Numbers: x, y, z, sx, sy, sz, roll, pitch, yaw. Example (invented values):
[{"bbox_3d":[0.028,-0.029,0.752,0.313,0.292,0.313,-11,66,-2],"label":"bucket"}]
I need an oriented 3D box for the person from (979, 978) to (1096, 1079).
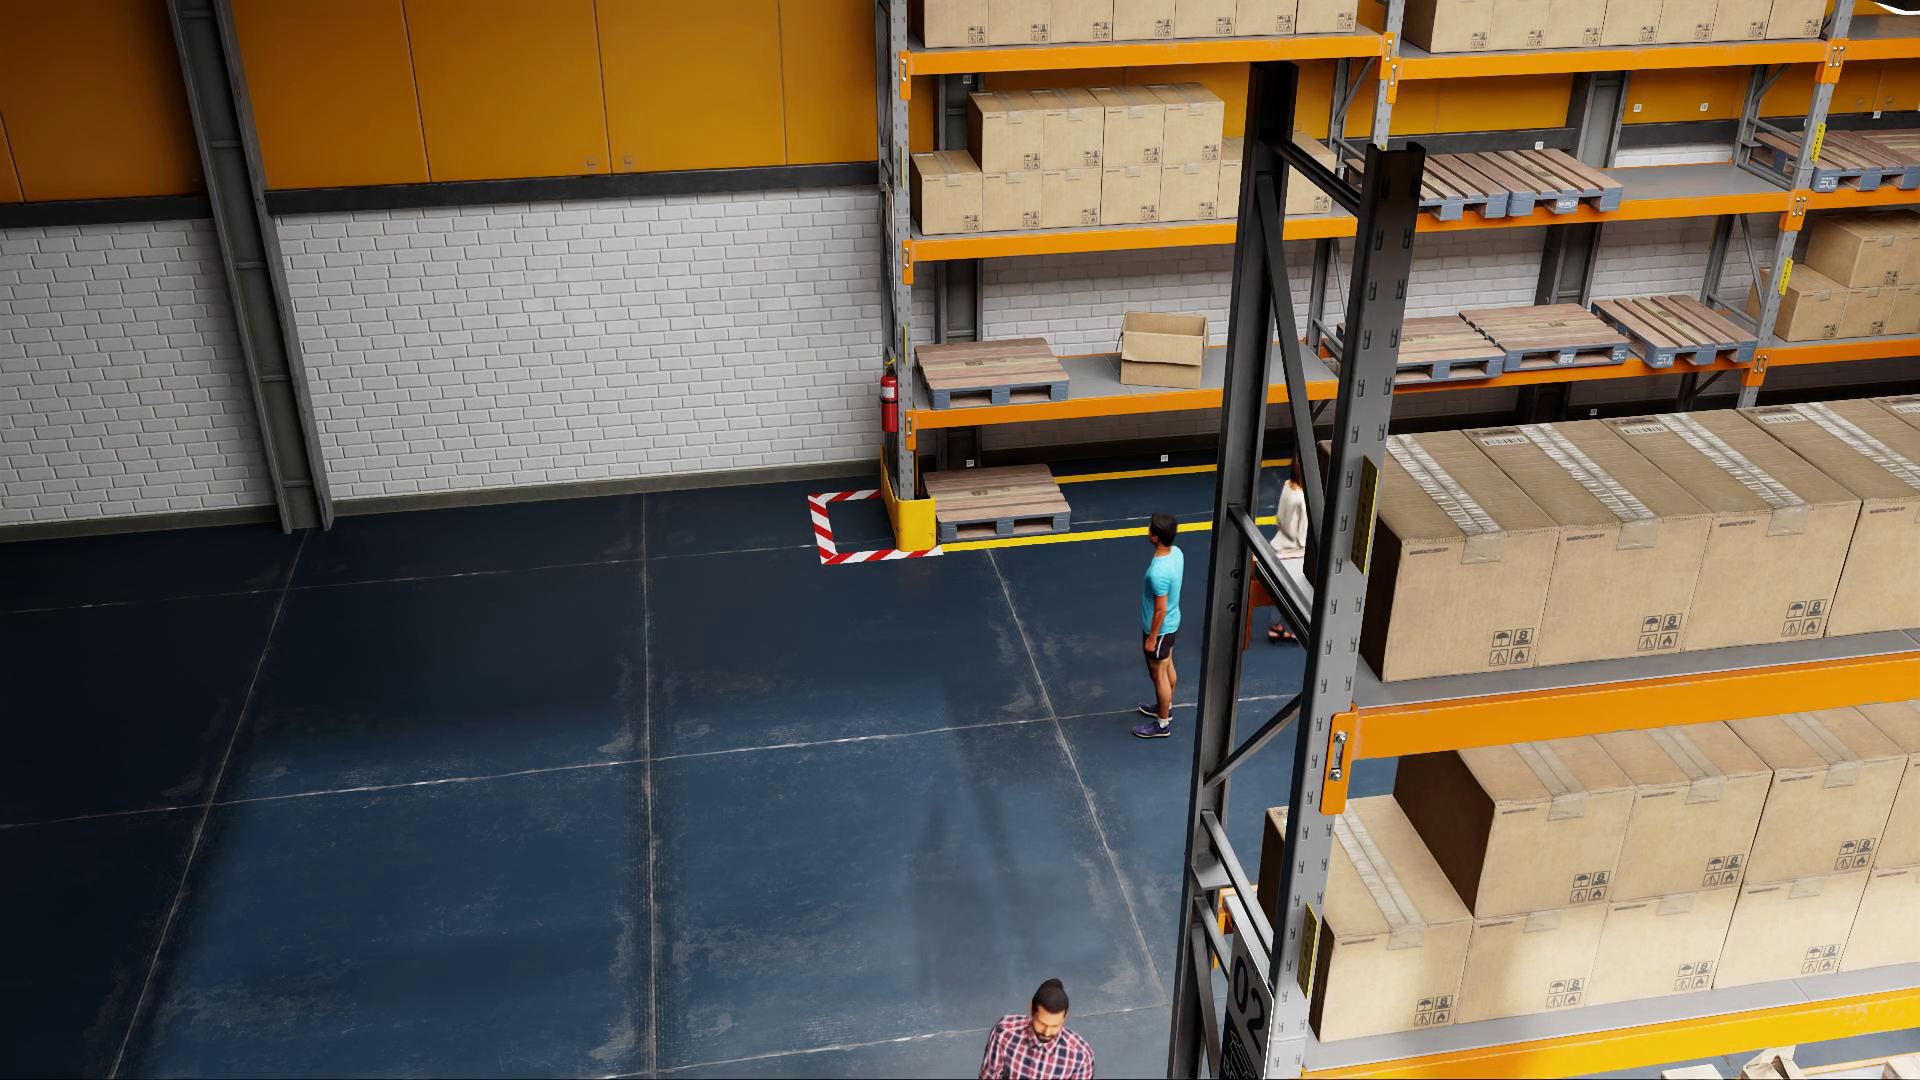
[{"bbox_3d":[0.368,2.750,8.002,1.189,1.745,1.163,14,32,24],"label":"person"}]

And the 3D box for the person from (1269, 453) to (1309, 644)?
[{"bbox_3d":[2.531,0.083,12.964,0.631,1.675,0.646,-6,29,-10],"label":"person"}]

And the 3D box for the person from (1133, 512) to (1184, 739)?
[{"bbox_3d":[1.446,0.604,11.906,0.662,1.775,0.687,8,30,14],"label":"person"}]
